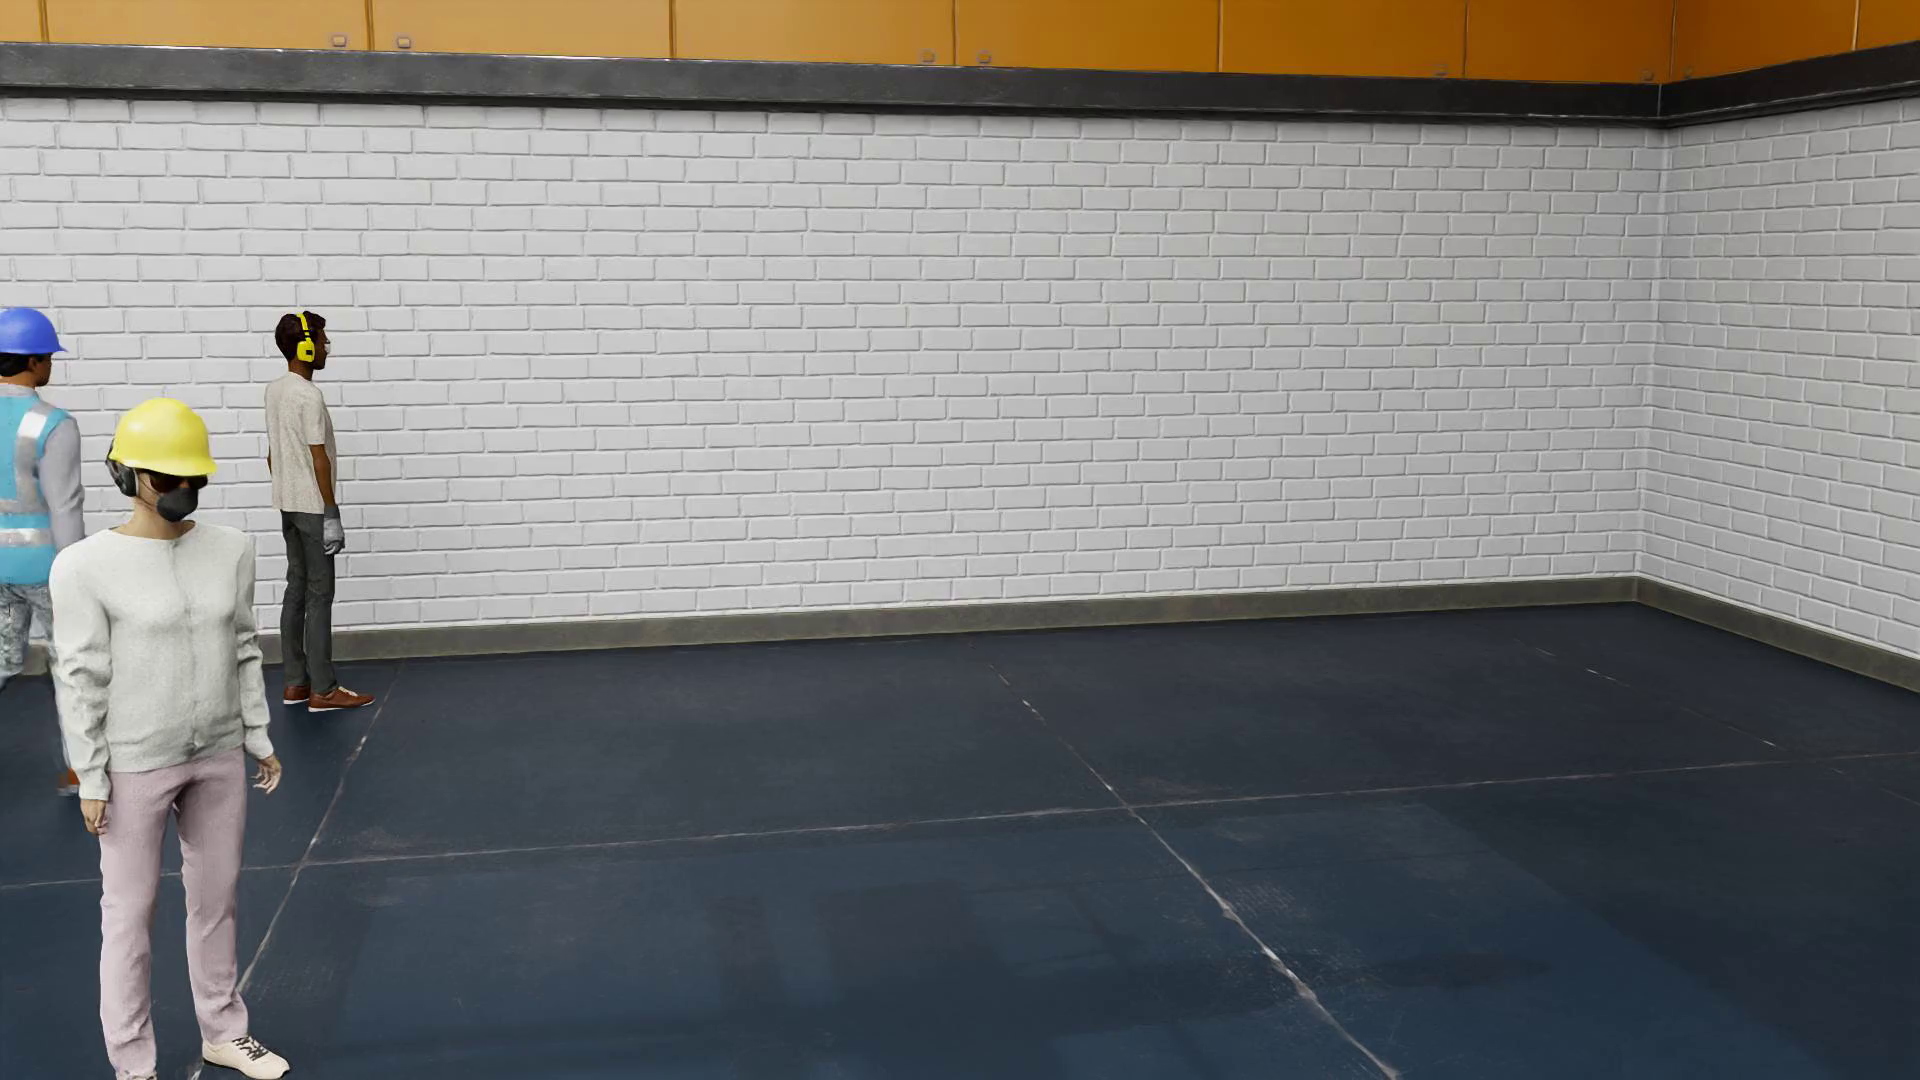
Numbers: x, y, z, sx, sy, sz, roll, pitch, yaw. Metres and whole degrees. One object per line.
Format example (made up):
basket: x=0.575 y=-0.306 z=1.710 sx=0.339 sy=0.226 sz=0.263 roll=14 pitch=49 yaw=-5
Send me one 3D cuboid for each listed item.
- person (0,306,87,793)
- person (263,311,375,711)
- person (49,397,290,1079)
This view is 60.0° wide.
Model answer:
person: x=-3.608 y=0.083 z=6.315 sx=0.606 sy=1.926 sz=0.776 roll=2 pitch=10 yaw=14
person: x=-3.043 y=-0.132 z=7.803 sx=0.516 sy=1.872 sz=0.327 roll=8 pitch=12 yaw=41
person: x=-1.911 y=0.534 z=4.070 sx=0.320 sy=1.766 sz=0.523 roll=6 pitch=11 yaw=31
